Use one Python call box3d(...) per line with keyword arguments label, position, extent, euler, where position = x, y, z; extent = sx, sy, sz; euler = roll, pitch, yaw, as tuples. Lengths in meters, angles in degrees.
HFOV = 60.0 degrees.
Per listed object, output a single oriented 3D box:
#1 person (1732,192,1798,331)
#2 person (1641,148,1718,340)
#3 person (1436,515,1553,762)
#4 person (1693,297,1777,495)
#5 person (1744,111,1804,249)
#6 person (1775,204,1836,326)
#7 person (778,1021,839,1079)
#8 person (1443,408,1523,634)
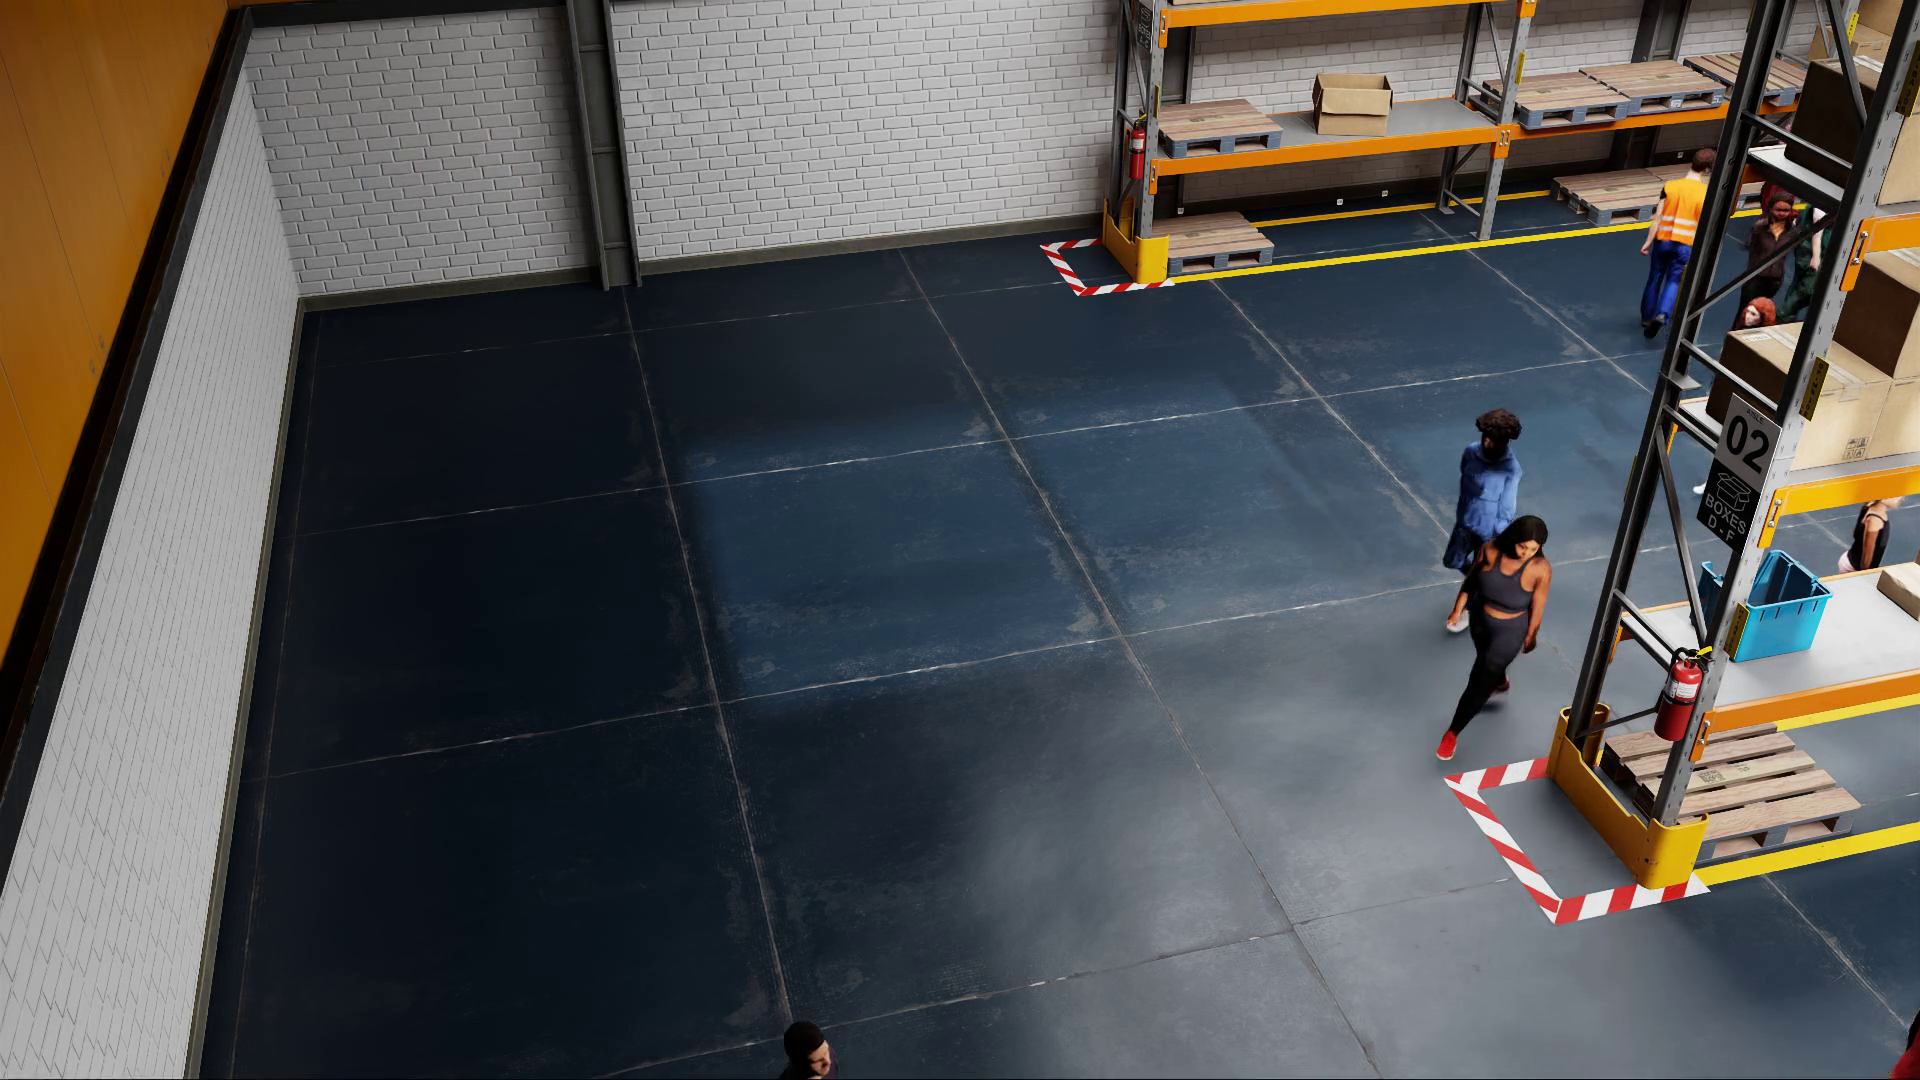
box3d(label="person", position=(7.463, -2.382, 15.449), extent=(0.800, 1.660, 0.816), euler=(-17, 37, -24))
box3d(label="person", position=(6.839, -2.787, 15.878), extent=(1.119, 1.859, 1.155), euler=(13, 36, 18))
box3d(label="person", position=(3.586, 0.544, 10.962), extent=(1.346, 1.753, 1.101), euler=(-25, 41, -32))
box3d(label="person", position=(6.357, -1.142, 13.481), extent=(0.614, 1.773, 0.609), euler=(-11, 35, -15))
box3d(label="person", position=(8.880, -3.898, 17.765), extent=(0.959, 1.620, 0.683), euler=(-11, 35, -17))
box3d(label="person", position=(8.178, -2.806, 15.952), extent=(0.815, 1.808, 0.812), euler=(2, 34, 3))
box3d(label="person", position=(-0.779, 2.794, 7.606), extent=(1.210, 1.721, 1.131), euler=(16, 37, 23))
box3d(label="person", position=(3.828, -0.167, 11.997), extent=(0.879, 1.791, 0.816), euler=(-22, 39, -29))
